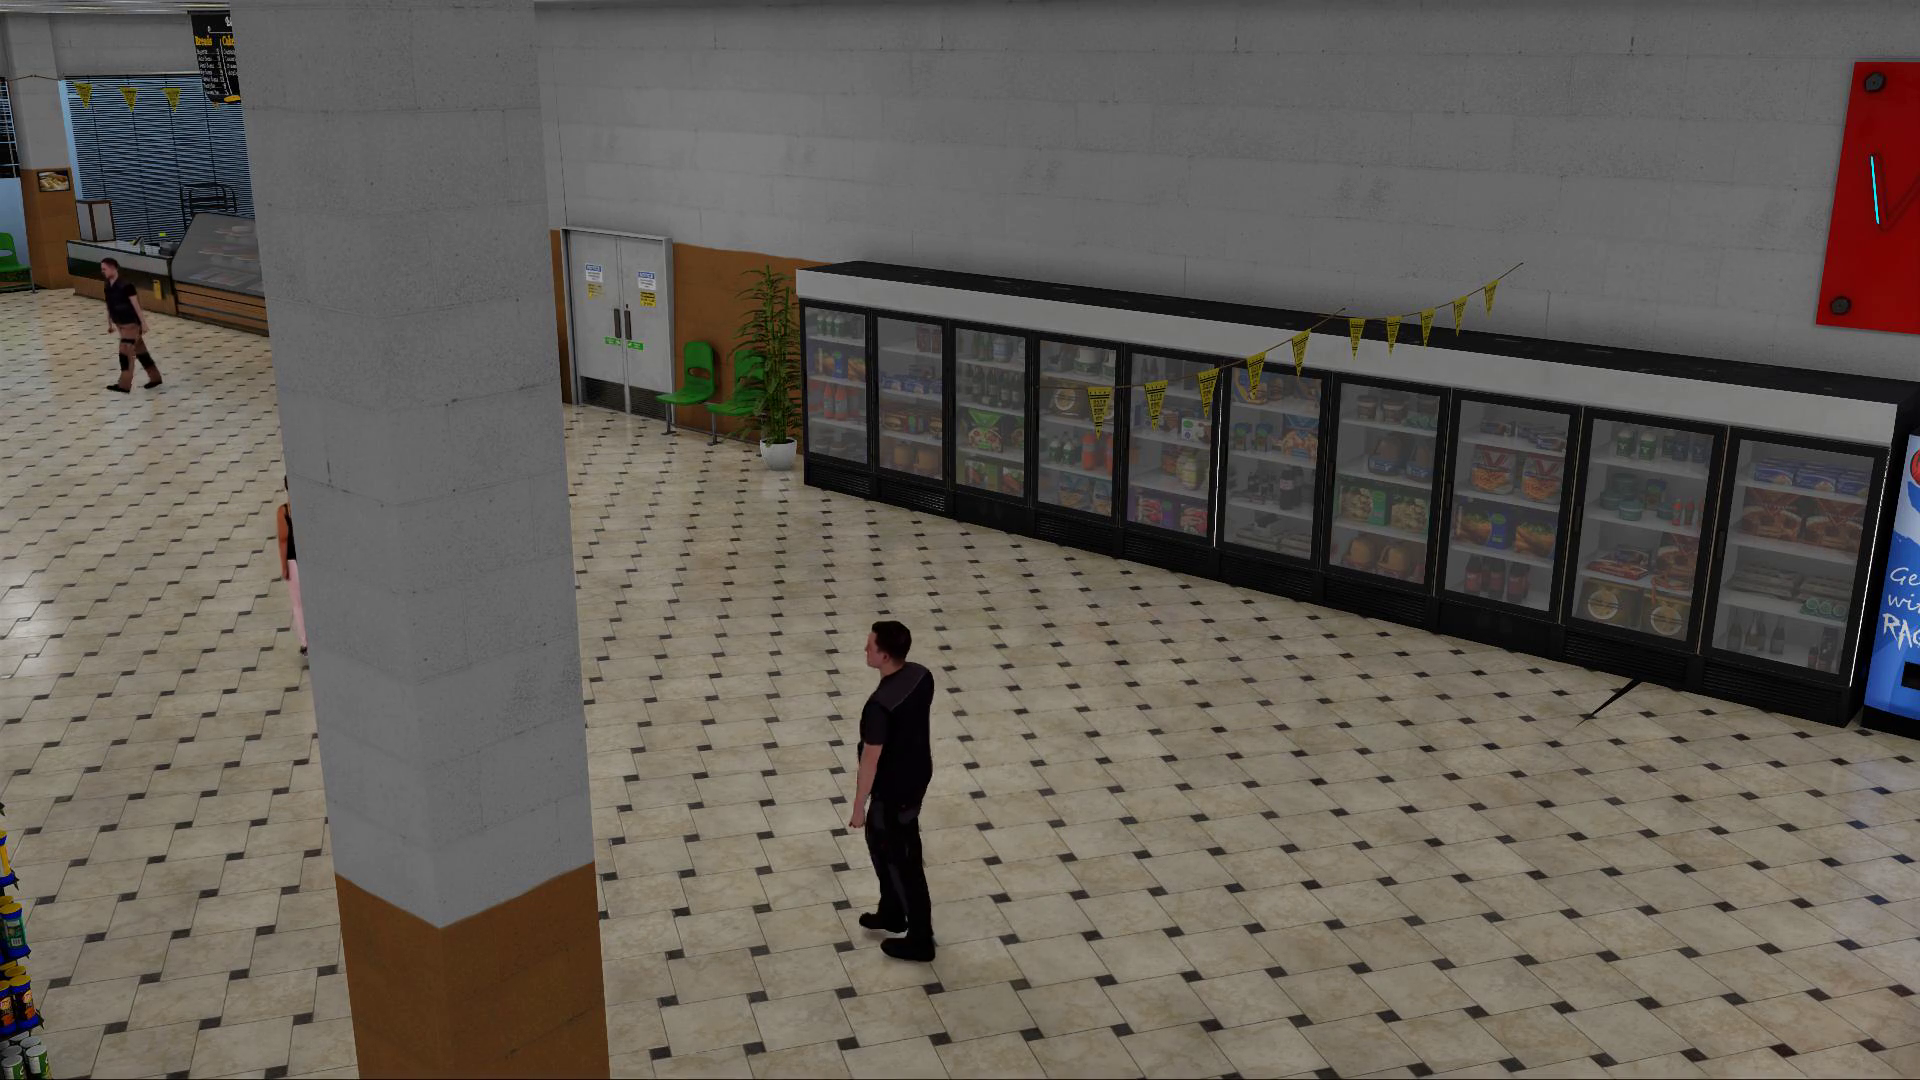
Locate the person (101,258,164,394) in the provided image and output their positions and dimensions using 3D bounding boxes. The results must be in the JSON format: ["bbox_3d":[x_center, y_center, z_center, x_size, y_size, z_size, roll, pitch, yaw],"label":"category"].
[{"bbox_3d":[-11.007,-2.876,22.244,0.763,1.795,1.106,9,19,26],"label":"person"}]

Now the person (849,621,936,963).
[{"bbox_3d":[-0.236,1.290,8.463,0.913,1.830,0.799,6,18,19],"label":"person"}]
